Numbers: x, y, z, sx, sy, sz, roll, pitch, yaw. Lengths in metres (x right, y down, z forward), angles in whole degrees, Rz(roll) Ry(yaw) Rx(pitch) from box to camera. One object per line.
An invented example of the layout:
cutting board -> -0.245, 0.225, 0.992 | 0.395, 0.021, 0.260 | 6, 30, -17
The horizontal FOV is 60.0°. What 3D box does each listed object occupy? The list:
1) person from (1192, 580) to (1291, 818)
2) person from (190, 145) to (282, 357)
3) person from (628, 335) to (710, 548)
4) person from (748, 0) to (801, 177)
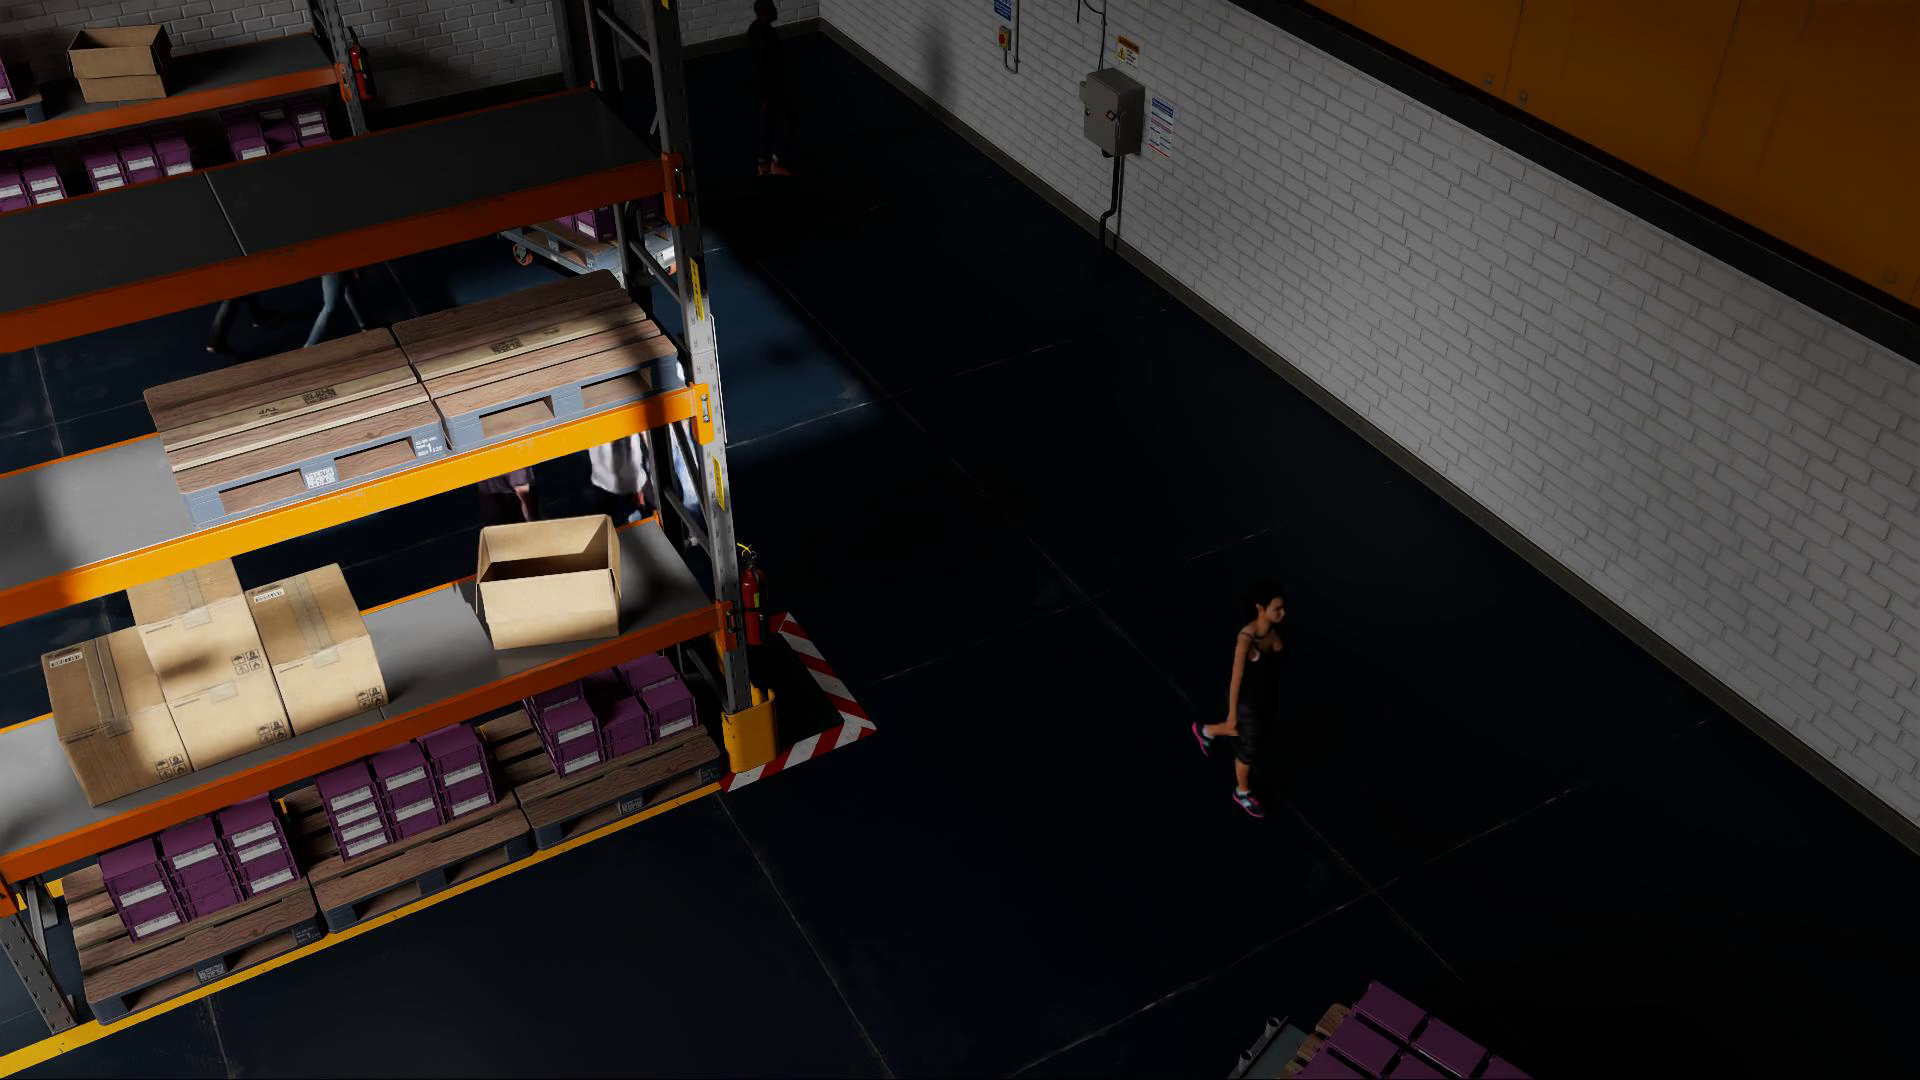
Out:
person -> 1.637, 0.876, 9.716 | 0.855, 1.710, 0.713 | -28, 46, -30
person -> -6.111, -2.350, 13.712 | 0.960, 1.765, 1.203 | 21, 43, 24
person -> -2.094, -0.660, 11.536 | 0.955, 1.839, 0.960 | 18, 42, 22
person -> -1.936, -4.391, 16.236 | 0.735, 1.804, 0.753 | -11, 40, -14
